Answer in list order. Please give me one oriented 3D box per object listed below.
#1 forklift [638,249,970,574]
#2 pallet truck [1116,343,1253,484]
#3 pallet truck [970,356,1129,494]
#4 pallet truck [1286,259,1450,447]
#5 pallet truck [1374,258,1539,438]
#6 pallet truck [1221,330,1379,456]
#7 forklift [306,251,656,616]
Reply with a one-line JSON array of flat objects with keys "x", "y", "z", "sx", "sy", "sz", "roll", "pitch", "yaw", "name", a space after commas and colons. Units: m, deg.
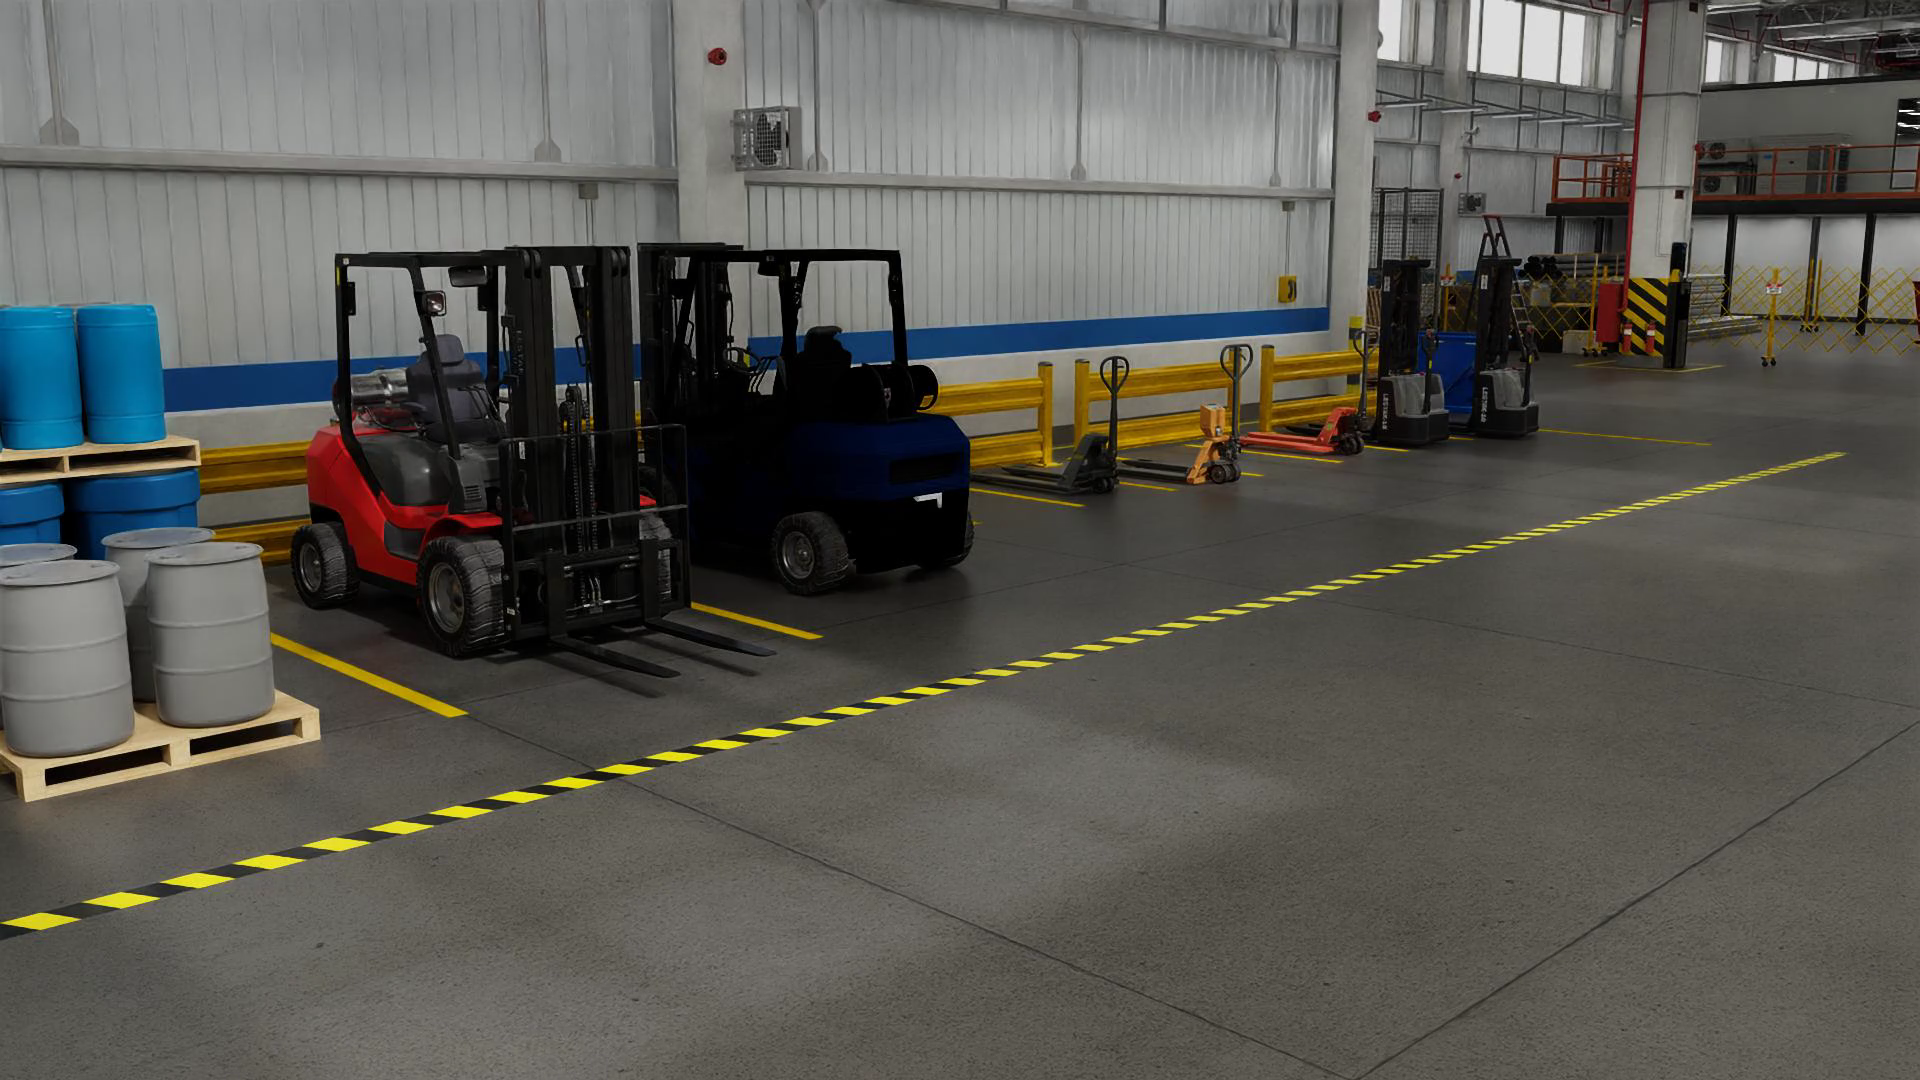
[{"x": -1.173, "y": -0.958, "z": 11.239, "sx": 2.680, "sy": 1.987, "sz": 1.157, "roll": 10, "pitch": 14, "yaw": 43, "name": "forklift"}, {"x": 1.962, "y": -1.215, "z": 15.415, "sx": 1.522, "sy": 1.261, "sz": 0.704, "roll": 10, "pitch": 14, "yaw": 43, "name": "pallet truck"}, {"x": 0.784, "y": -1.085, "z": 14.876, "sx": 0.680, "sy": 1.201, "sz": 1.601, "roll": -10, "pitch": 14, "yaw": -44, "name": "pallet truck"}, {"x": 4.493, "y": -2.078, "z": 18.196, "sx": 0.823, "sy": 1.965, "sz": 1.885, "roll": -9, "pitch": 14, "yaw": -40, "name": "pallet truck"}, {"x": 5.704, "y": -2.208, "z": 18.901, "sx": 1.885, "sy": 1.965, "sz": 0.823, "roll": 10, "pitch": 14, "yaw": 43, "name": "pallet truck"}, {"x": 3.563, "y": -1.581, "z": 17.381, "sx": 0.653, "sy": 1.274, "sz": 1.630, "roll": -10, "pitch": 14, "yaw": -44, "name": "pallet truck"}, {"x": -2.833, "y": -0.669, "z": 9.694, "sx": 1.157, "sy": 1.987, "sz": 2.680, "roll": -10, "pitch": 14, "yaw": -44, "name": "forklift"}]
